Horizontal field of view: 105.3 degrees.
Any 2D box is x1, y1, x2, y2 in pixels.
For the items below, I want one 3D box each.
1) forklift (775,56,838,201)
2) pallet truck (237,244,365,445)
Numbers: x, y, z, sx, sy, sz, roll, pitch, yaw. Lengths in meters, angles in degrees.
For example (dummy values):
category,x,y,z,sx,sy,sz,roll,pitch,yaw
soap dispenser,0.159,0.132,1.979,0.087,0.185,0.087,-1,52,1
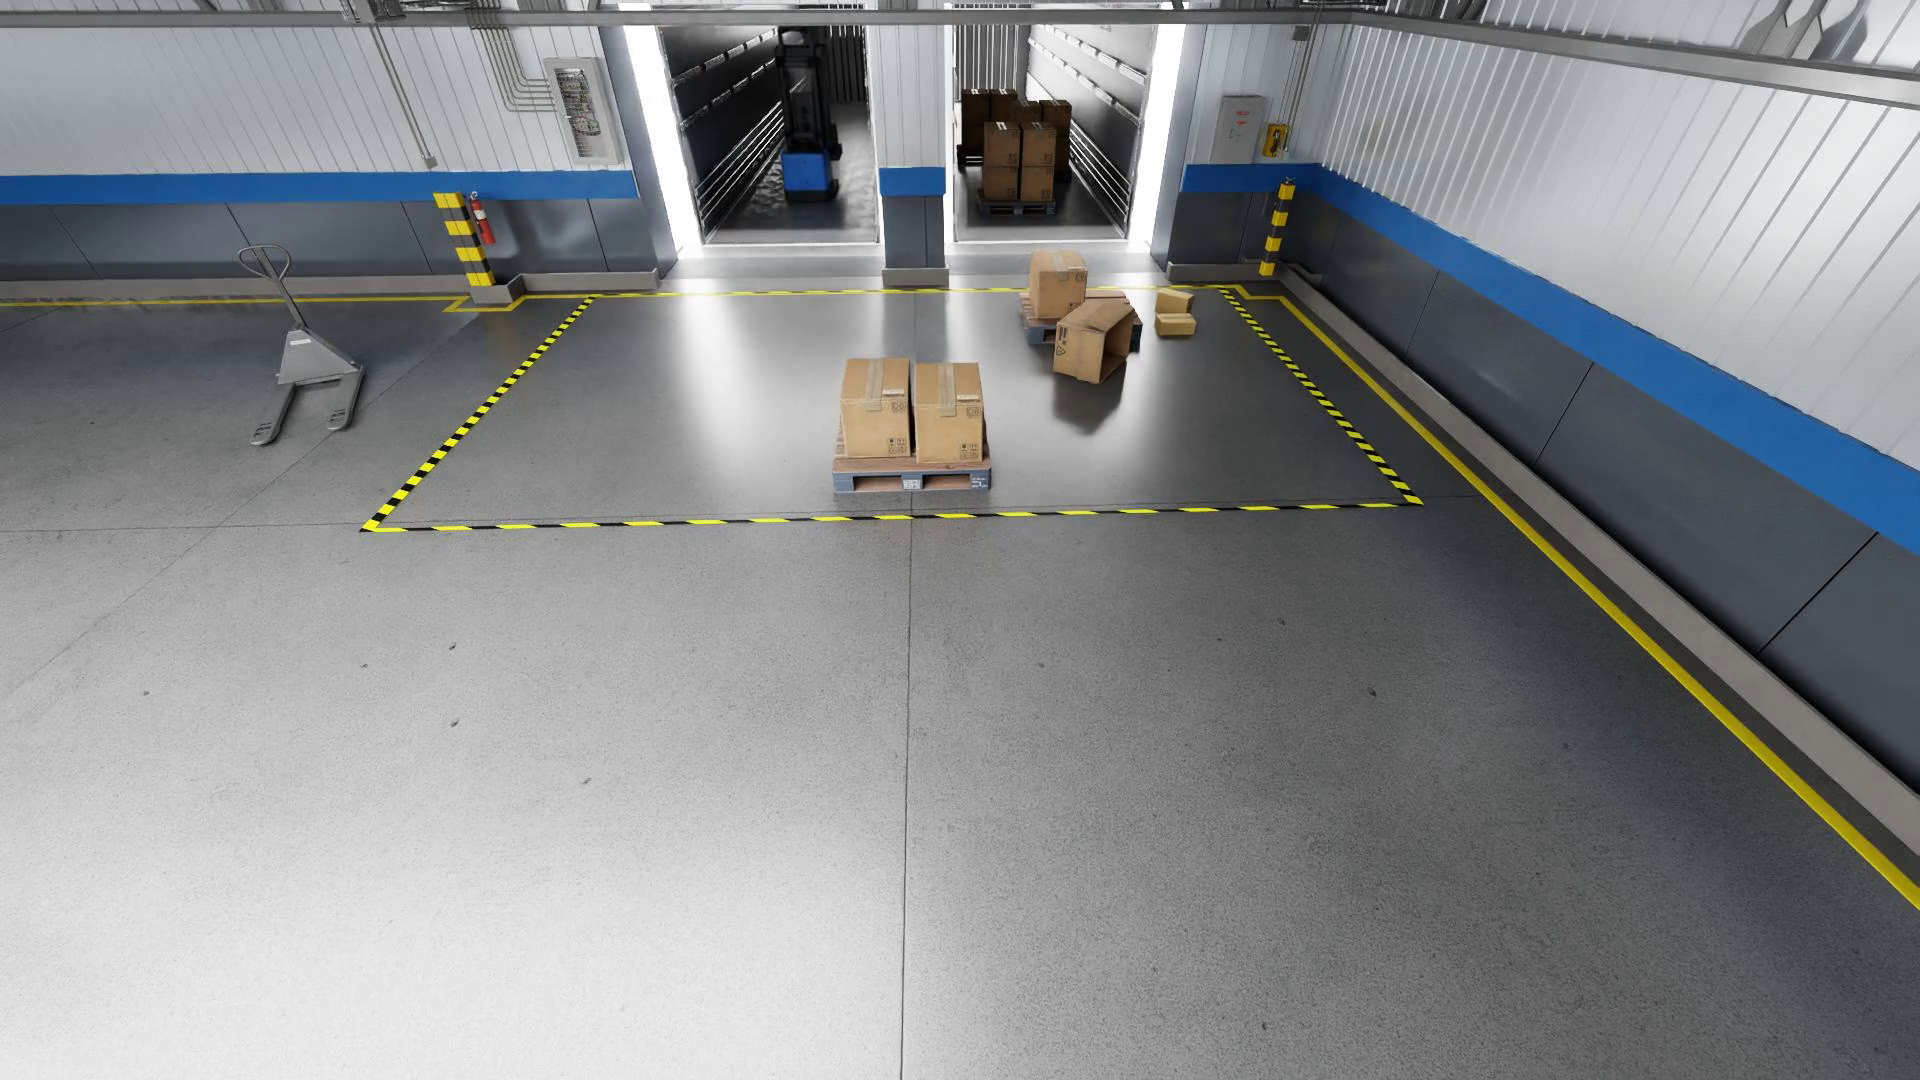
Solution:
category,x,y,z,sx,sy,sz,roll,pitch,yaw
forklift,-2.546,-6.635,11.898,0.716,2.013,0.776,-1,38,-1
pallet truck,-5.915,-1.733,6.366,0.680,1.201,1.601,-18,42,-21
